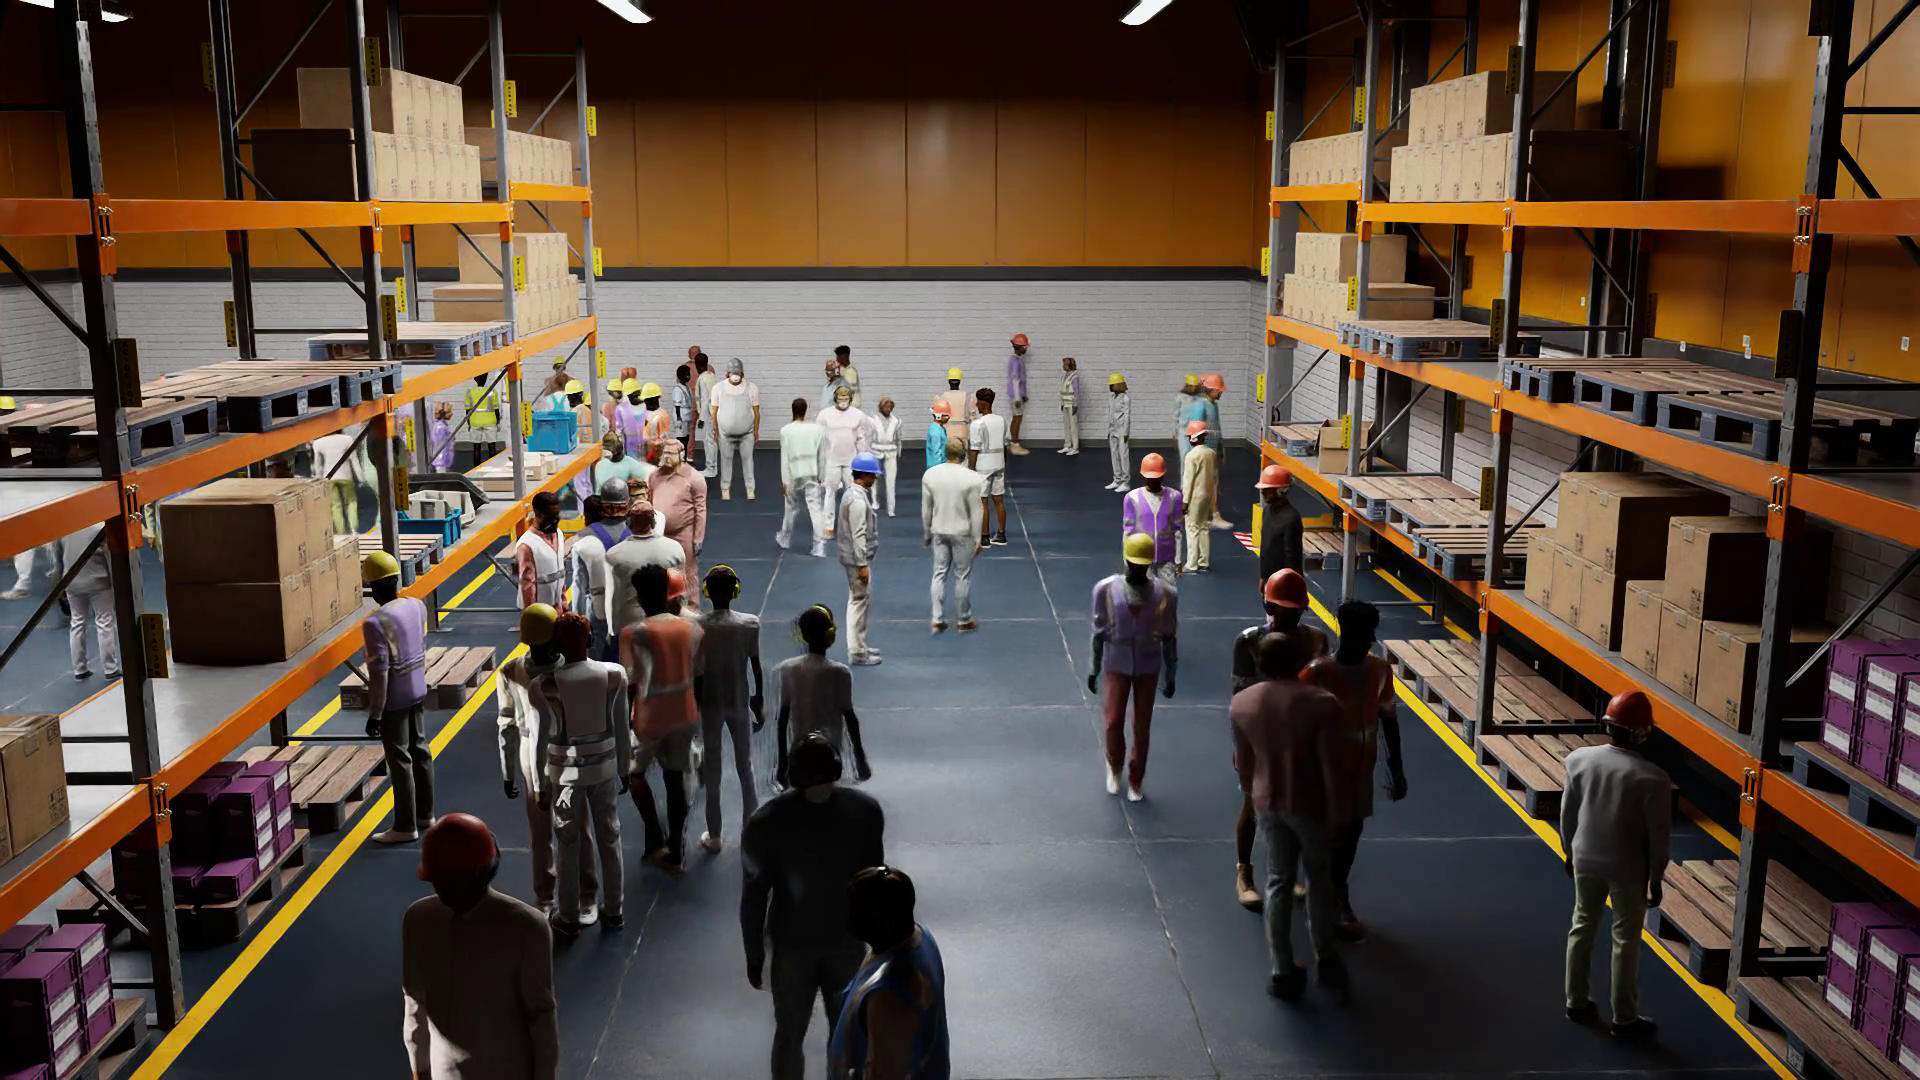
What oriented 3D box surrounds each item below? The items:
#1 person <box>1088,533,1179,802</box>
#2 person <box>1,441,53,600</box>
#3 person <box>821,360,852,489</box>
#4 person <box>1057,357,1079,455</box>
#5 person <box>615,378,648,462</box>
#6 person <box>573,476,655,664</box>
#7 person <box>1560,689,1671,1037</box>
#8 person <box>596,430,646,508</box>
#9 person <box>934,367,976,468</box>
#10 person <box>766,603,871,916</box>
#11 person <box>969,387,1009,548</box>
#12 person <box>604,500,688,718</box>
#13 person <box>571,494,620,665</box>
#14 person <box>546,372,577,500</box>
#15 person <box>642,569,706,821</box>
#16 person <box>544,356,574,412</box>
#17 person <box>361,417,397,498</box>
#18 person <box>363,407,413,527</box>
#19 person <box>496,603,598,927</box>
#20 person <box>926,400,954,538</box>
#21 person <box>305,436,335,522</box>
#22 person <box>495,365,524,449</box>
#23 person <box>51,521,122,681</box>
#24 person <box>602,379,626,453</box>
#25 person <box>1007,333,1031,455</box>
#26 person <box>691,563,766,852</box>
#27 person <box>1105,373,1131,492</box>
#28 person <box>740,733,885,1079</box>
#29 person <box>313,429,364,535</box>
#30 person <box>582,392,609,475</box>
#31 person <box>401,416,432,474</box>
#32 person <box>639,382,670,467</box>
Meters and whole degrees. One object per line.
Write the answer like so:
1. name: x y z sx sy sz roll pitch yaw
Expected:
1. person: 1.200 0.886 11.510 0.628 1.908 0.422 1 11 4
2. person: -9.893 -0.322 17.742 0.614 1.855 0.828 7 13 32
3. person: -1.856 -1.710 24.574 0.400 1.900 0.642 -7 13 -30
4. person: 1.844 -2.246 27.905 0.314 1.639 0.517 -4 12 -21
5. person: -4.258 -1.223 22.158 0.630 1.889 0.618 -2 11 -10
6. person: -2.687 0.502 13.115 0.672 2.000 0.536 -2 12 -12
7. person: 3.285 1.599 8.335 0.341 1.752 0.563 -9 14 -38
8. person: -3.405 -0.153 16.699 0.626 1.929 0.372 7 13 33
9. person: -0.074 -1.438 23.130 0.594 1.926 0.366 -1 11 -6
10. person: -0.856 1.282 9.804 0.505 1.817 1.014 9 14 37
11. person: 0.340 -0.880 20.272 0.611 1.958 0.368 -10 15 -42
12. person: -2.411 0.637 12.774 0.639 1.911 0.406 -5 12 -24
13. person: -2.778 0.593 13.007 0.391 1.905 0.599 7 13 33
14. person: -5.568 -1.455 23.448 0.525 1.834 0.445 2 11 8
15. person: -1.897 1.010 11.373 0.601 1.722 0.589 6 13 29
16. person: -6.427 -2.073 26.754 0.541 1.759 0.344 -8 14 -34
17. person: -8.024 -1.477 23.256 0.642 1.960 0.776 -1 11 -7
18. person: -6.673 -0.739 19.336 0.603 2.000 0.705 -6 13 -29
19. person: -2.340 1.284 9.531 0.592 1.911 0.398 -1 11 -5
20. person: -0.248 -0.889 20.855 0.352 1.738 0.573 0 11 0
21. person: -8.322 -1.018 21.628 0.322 1.691 0.538 0 11 -2
22. person: -7.225 -2.124 26.710 0.354 1.877 0.574 6 13 29
23. person: -7.604 0.368 14.532 0.568 1.744 0.349 0 11 -1
24. person: -4.803 -1.374 23.239 0.334 1.761 0.528 4 12 20
25. person: 0.988 -2.439 27.871 0.393 2.042 0.624 0 11 2
26. person: -1.513 1.074 10.681 0.532 1.868 0.310 -3 12 -15
27. person: 2.304 -1.581 24.343 0.325 1.731 0.491 -6 13 -29
28. person: -0.627 1.742 7.186 0.649 1.929 0.396 -5 12 -22
29. person: -7.594 -0.728 20.350 0.560 1.605 0.409 -3 12 -14
30. person: -4.800 -1.057 21.684 0.484 1.744 0.295 -3 12 -13
31. person: -6.641 -0.681 20.126 0.340 1.617 0.637 9 14 37
32. person: -3.879 -1.049 21.184 0.368 1.926 0.587 -7 13 -31
